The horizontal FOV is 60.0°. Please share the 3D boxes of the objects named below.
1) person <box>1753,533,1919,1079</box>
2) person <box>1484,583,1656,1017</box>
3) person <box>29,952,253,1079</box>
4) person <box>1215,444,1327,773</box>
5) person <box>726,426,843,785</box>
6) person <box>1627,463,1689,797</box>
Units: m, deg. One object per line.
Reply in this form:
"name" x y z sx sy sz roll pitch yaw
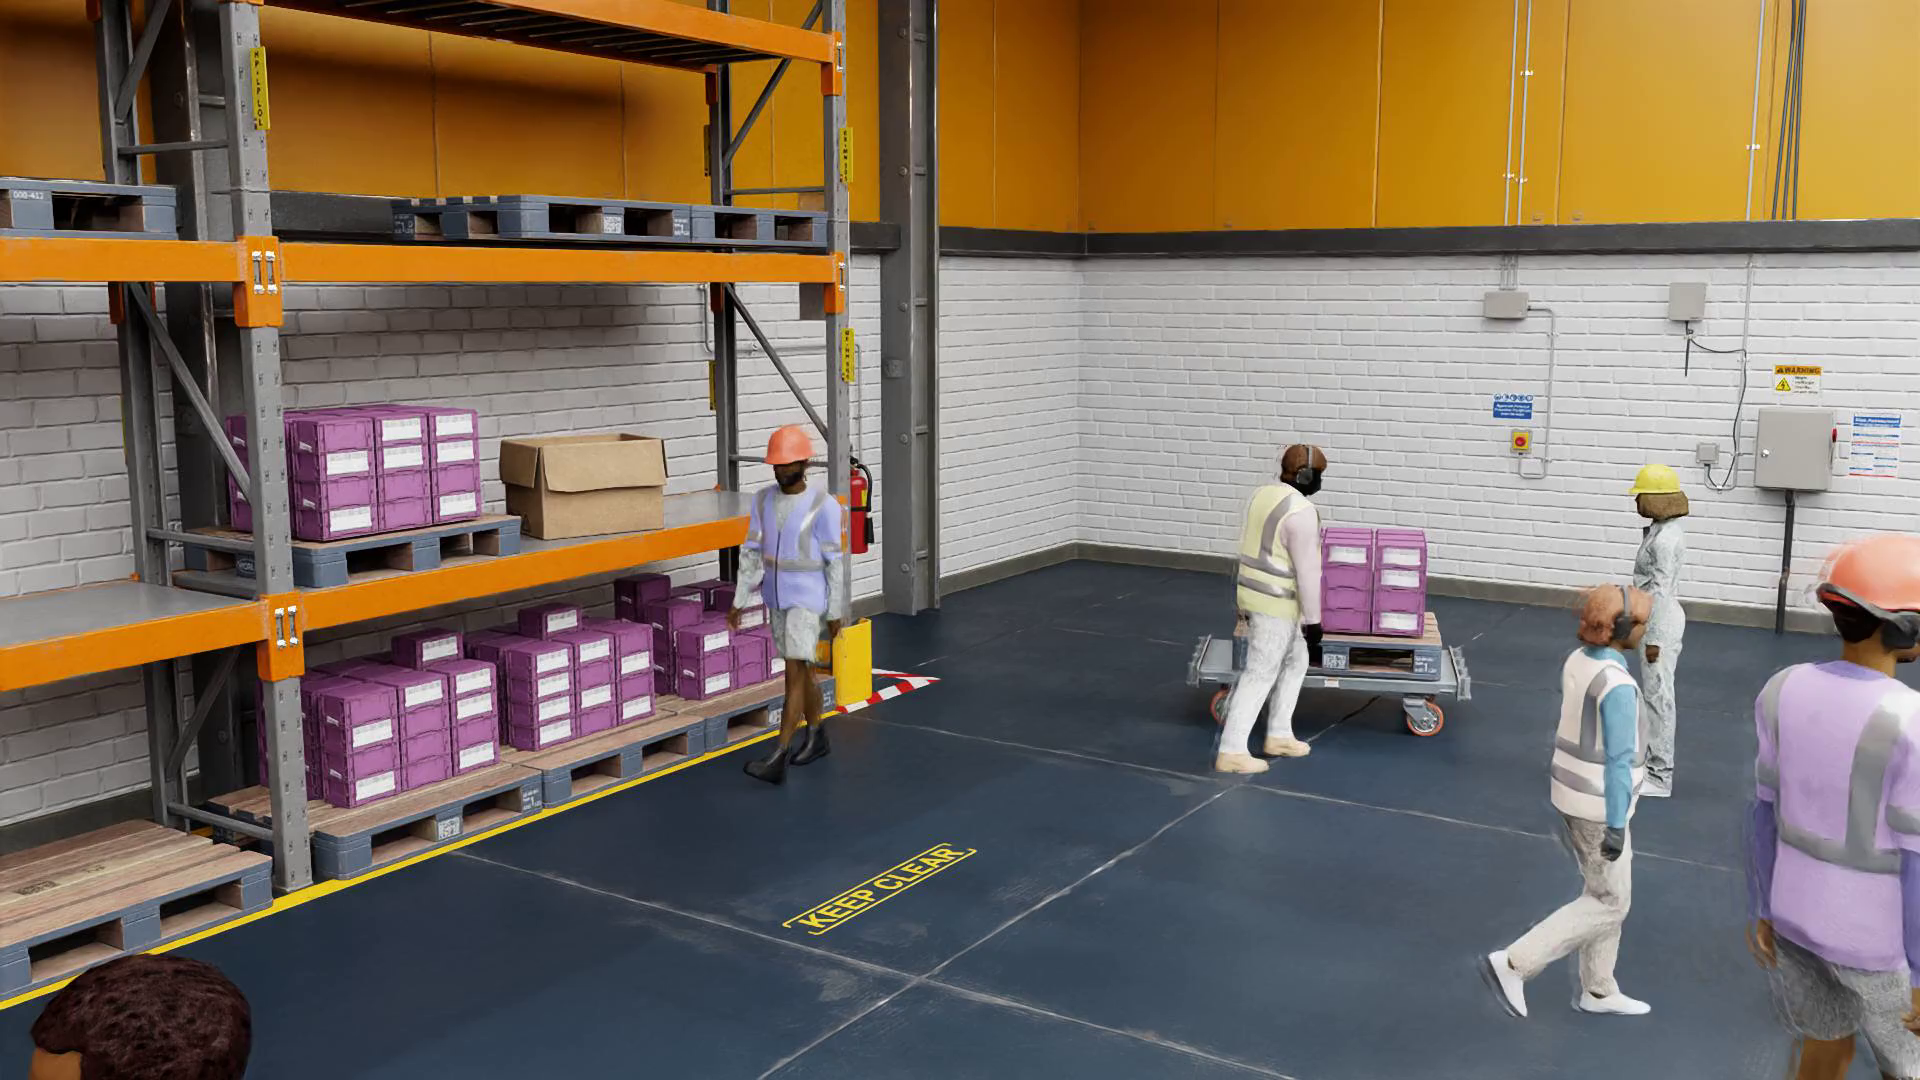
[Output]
"person" 2.270 0.990 4.310 0.556 2.032 0.624 -2 9 -13
"person" 2.213 0.950 5.934 0.562 1.617 0.525 0 9 2
"person" -0.886 1.404 1.982 0.391 1.922 0.593 -4 10 -25
"person" 1.725 0.373 9.106 0.753 1.792 0.652 -1 9 -7
"person" -0.967 0.345 8.930 0.556 1.896 0.898 6 11 34
"person" 3.610 0.465 8.686 0.320 1.738 0.485 4 10 23
